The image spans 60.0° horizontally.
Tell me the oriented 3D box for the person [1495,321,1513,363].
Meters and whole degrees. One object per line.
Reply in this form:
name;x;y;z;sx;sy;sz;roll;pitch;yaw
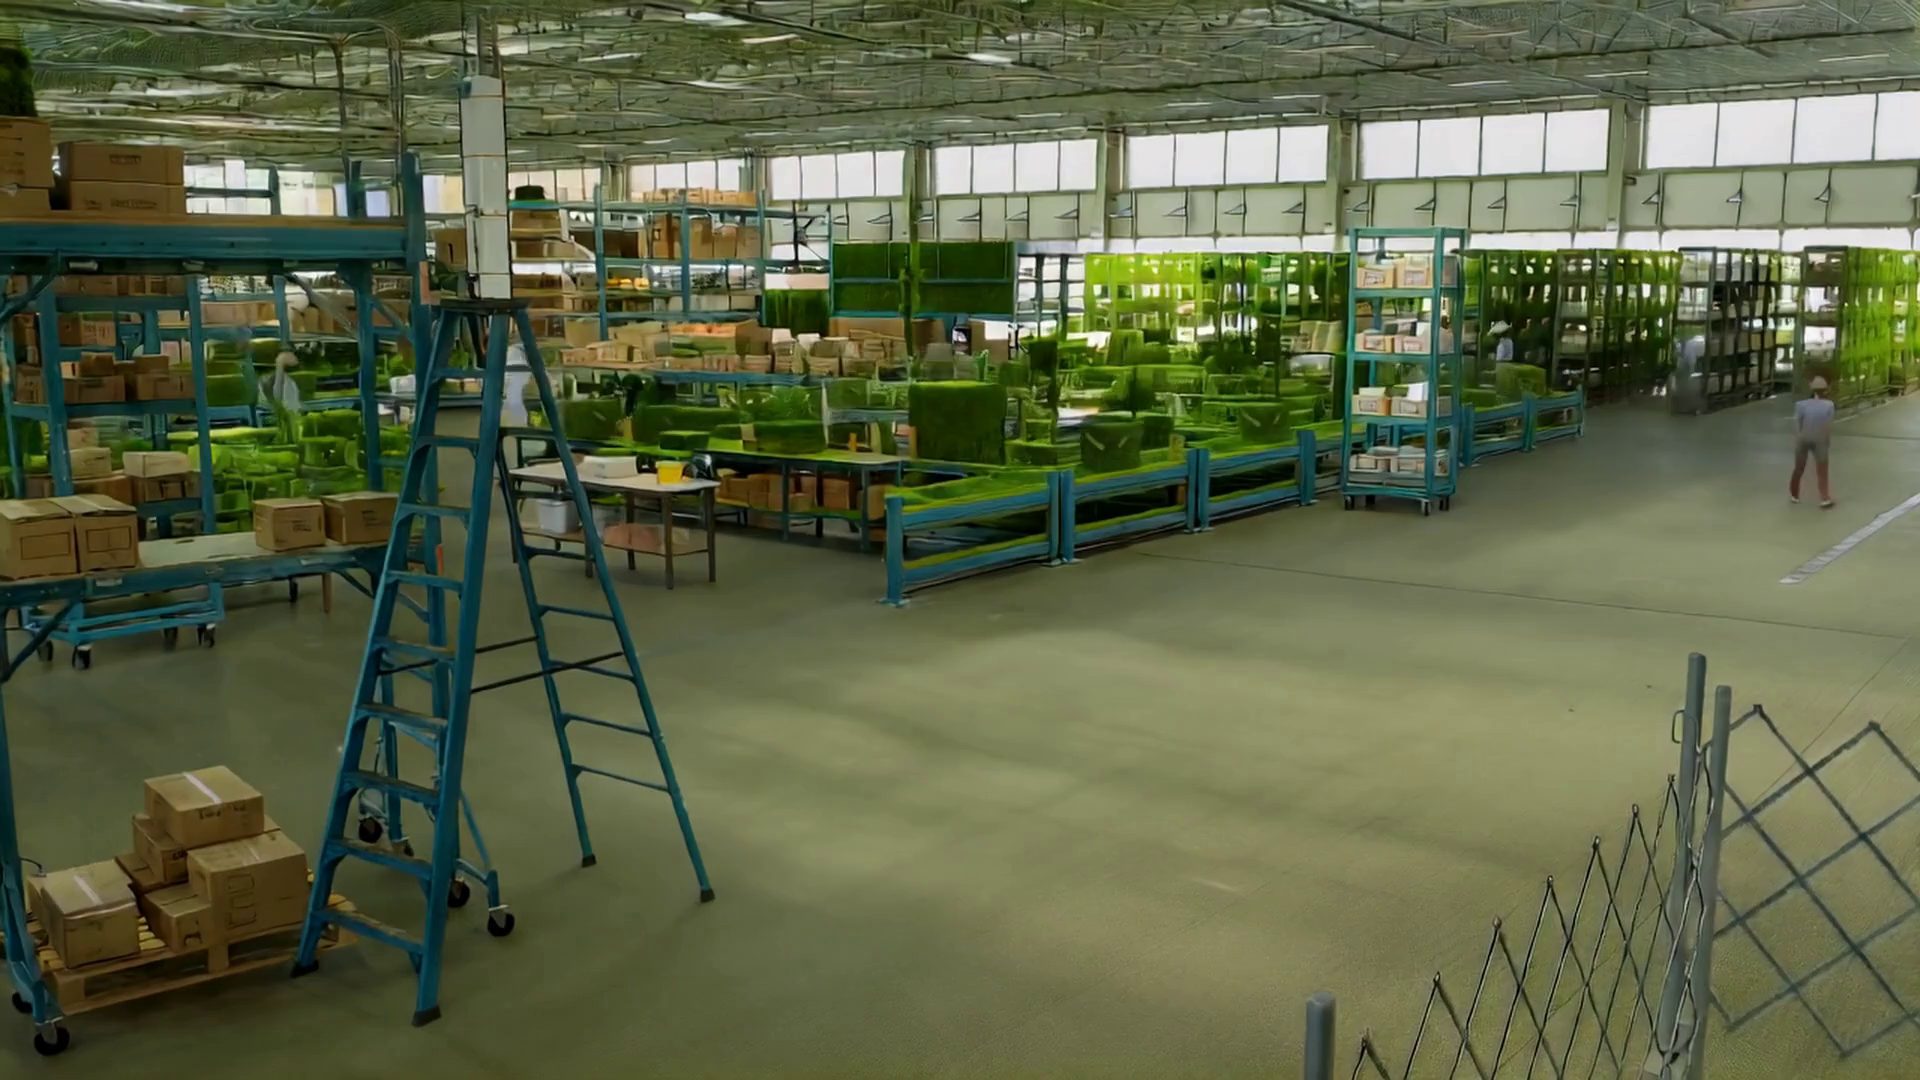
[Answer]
person;11.280;-3.519;34.602;0.386;2.041;0.612;3;9;16

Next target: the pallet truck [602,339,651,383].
pallet truck;-8.991;-4.871;45.351;0.653;1.274;1.630;7;11;37

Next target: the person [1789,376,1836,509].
person;11.089;-1.276;21.626;0.527;1.718;0.923;1;9;7

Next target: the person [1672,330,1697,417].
person;15.372;-3.520;35.255;0.444;1.831;0.576;6;11;35

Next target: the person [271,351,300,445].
person;-9.822;-1.792;24.203;0.510;1.914;0.581;-7;11;-37

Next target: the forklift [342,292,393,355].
forklift;-16.485;-5.622;45.120;1.129;2.768;1.873;7;11;37

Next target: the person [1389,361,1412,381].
person;10.635;-4.302;40.215;0.626;1.806;0.615;6;11;35

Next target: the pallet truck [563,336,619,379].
pallet truck;-10.690;-5.294;48.215;1.601;1.201;0.680;-5;10;-26

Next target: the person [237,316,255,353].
person;-19.123;-5.080;44.785;0.643;1.888;0.658;-9;13;-43

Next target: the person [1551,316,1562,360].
person;17.349;-5.729;48.531;0.370;1.996;0.622;3;9;15

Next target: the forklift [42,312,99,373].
forklift;-23.779;-5.451;44.052;1.873;2.768;1.129;7;11;36

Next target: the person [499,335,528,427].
person;-8.616;-2.968;31.722;0.976;1.852;0.676;2;9;11
